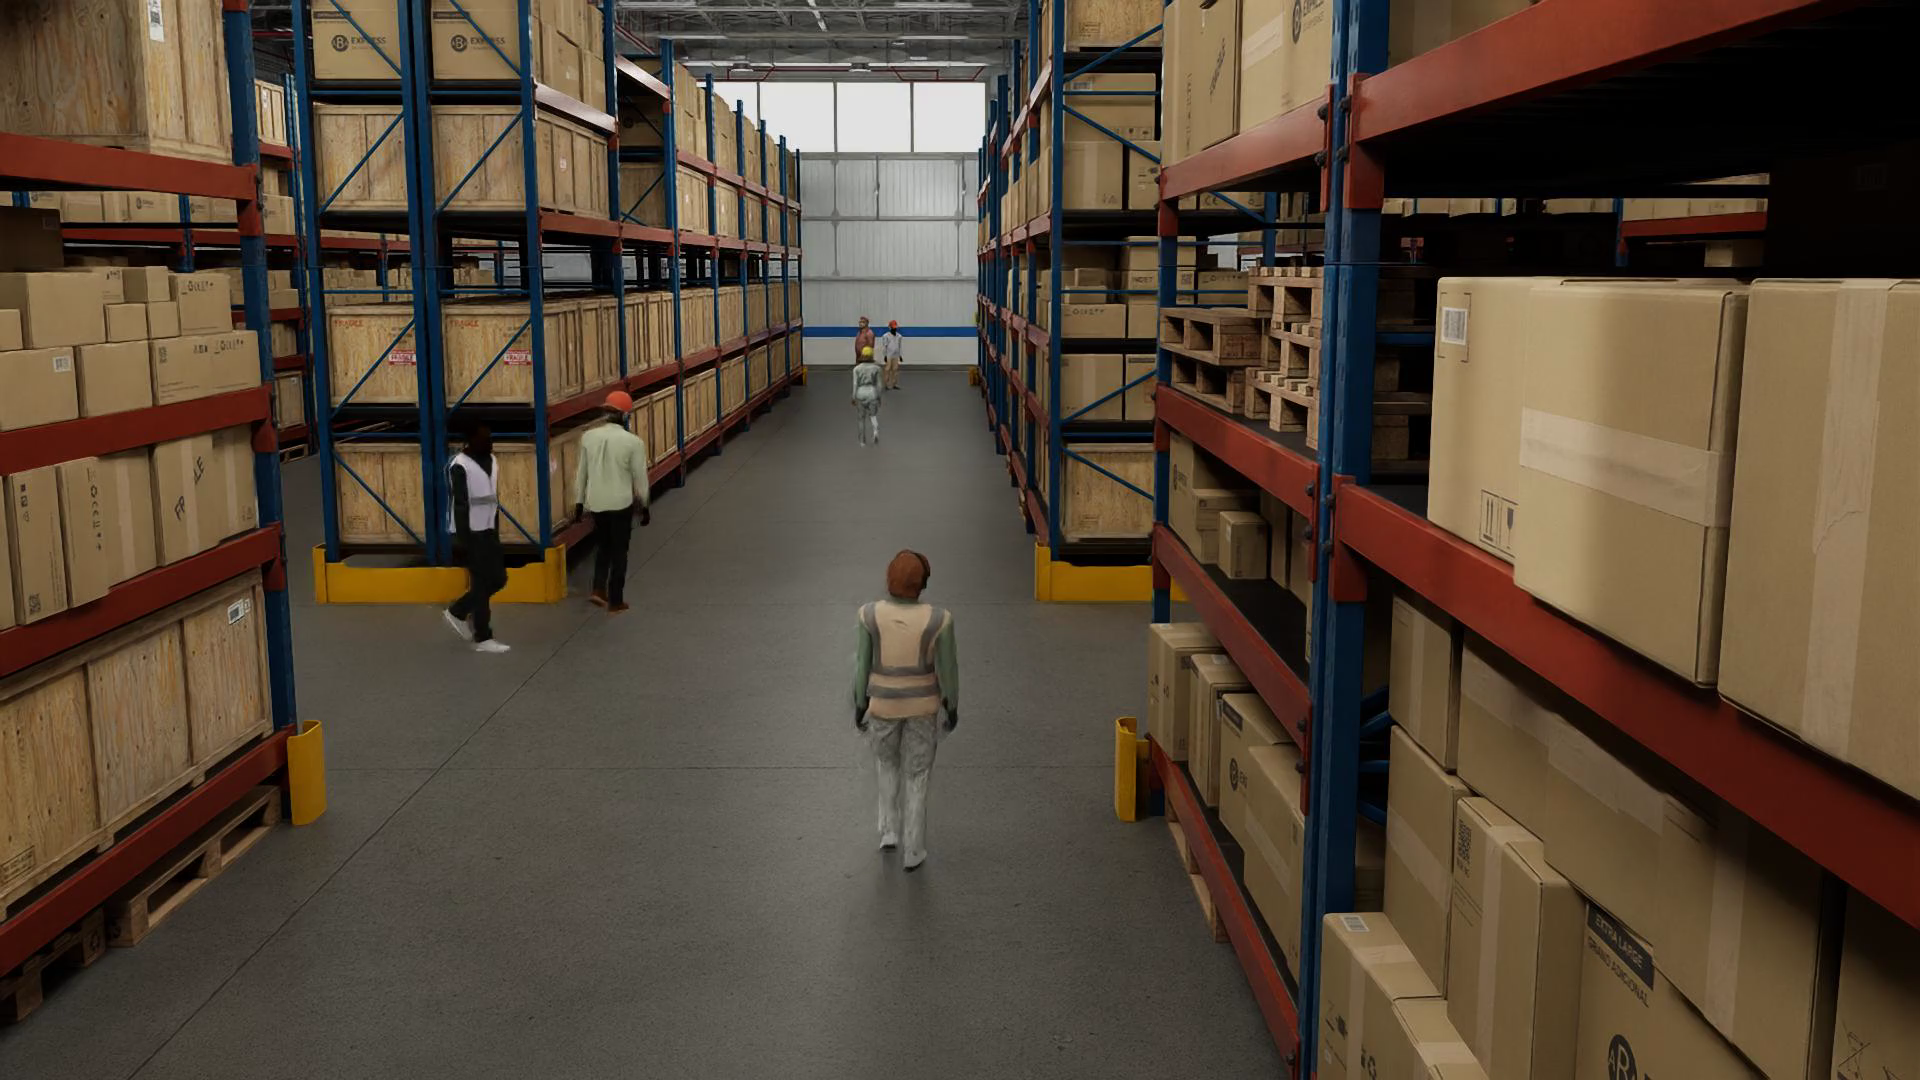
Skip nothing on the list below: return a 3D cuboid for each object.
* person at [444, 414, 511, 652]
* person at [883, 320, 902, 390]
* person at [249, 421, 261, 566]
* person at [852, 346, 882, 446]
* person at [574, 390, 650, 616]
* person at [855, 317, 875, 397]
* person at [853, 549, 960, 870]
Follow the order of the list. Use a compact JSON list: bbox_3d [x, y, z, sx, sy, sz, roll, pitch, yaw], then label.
[{"bbox_3d":[-3.860,-0.055,13.186,0.540,1.904,0.605,2,10,13],"label":"person"},{"bbox_3d":[-1.677,-4.637,41.729,0.564,1.753,0.336,-7,12,-36],"label":"person"},{"bbox_3d":[-6.873,-0.380,16.047,0.508,1.613,0.642,-4,10,-21],"label":"person"},{"bbox_3d":[-1.584,-2.456,28.448,0.504,1.725,0.473,-2,9,-11],"label":"person"},{"bbox_3d":[-3.033,-0.324,14.608,0.665,1.970,0.482,3,10,18],"label":"person"},{"bbox_3d":[-2.266,-4.276,39.040,0.409,1.913,0.642,-6,11,-34],"label":"person"},{"bbox_3d":[-0.263,0.853,8.465,0.538,1.622,0.437,2,9,9],"label":"person"}]
